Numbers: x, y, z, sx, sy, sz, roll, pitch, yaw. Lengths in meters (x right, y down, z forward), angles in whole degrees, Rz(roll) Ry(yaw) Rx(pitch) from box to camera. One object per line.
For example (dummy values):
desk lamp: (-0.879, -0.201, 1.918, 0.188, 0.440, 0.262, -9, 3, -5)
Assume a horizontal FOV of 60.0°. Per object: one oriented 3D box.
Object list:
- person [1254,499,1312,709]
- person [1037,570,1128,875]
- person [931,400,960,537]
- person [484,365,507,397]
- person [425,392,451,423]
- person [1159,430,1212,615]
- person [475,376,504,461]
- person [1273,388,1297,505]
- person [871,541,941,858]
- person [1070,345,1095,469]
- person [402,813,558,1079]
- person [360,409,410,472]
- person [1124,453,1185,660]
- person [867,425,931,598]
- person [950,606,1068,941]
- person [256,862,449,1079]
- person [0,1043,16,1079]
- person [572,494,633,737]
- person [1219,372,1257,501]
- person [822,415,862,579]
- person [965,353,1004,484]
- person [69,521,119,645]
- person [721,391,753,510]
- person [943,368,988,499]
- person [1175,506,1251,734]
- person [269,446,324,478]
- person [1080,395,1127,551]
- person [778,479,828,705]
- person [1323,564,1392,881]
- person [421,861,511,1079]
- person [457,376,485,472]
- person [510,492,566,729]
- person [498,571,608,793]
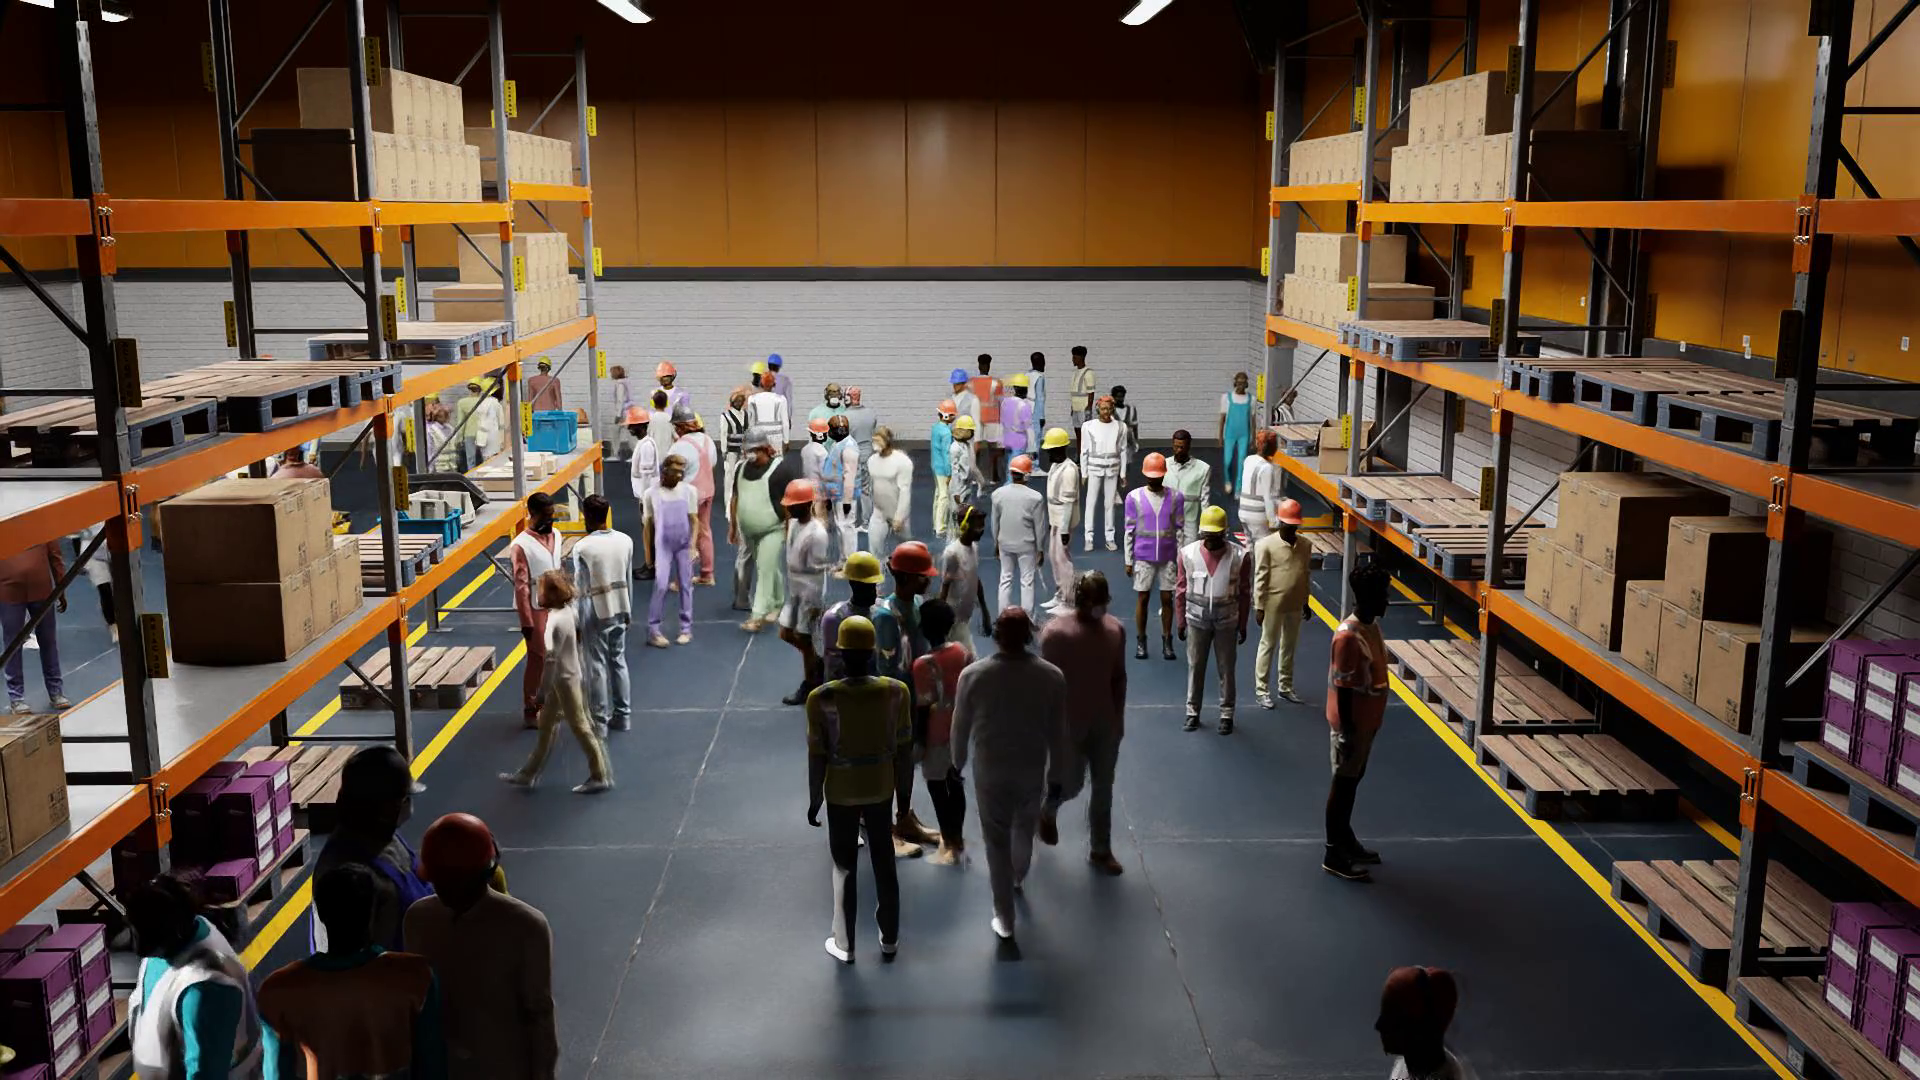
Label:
person: (2.688, 0.519, 13.755, 0.573, 1.747, 0.338, -6, 13, -27)
person: (0.764, 1.108, 10.377, 0.638, 1.920, 0.613, -6, 13, -29)
person: (-0.181, -0.894, 20.876, 0.350, 1.739, 0.575, -3, 12, -15)
person: (-7.558, -2.370, 27.516, 0.535, 2.000, 0.693, 3, 12, 13)
person: (-7.168, -1.234, 22.649, 0.493, 1.715, 0.782, -4, 12, -19)
person: (2.244, -0.177, 16.852, 0.590, 1.912, 0.390, 4, 12, 19)
person: (-6.257, -1.235, 22.227, 0.415, 1.881, 0.685, -5, 12, -23)
person: (4.532, -1.308, 23.209, 0.315, 1.636, 0.514, 8, 14, 35)
person: (-0.330, 1.006, 10.615, 0.402, 2.035, 0.606, 5, 12, 22)
person: (1.921, -2.107, 26.388, 0.363, 1.962, 0.612, -5, 12, -22)
person: (-1.760, 1.934, 6.080, 0.616, 1.986, 0.407, 3, 12, 15)
person: (-7.411, -1.036, 21.421, 0.564, 1.799, 0.942, -2, 11, -8)
person: (1.777, 0.148, 15.195, 0.549, 1.924, 0.386, 0, 11, -1)
person: (-0.682, -0.278, 17.415, 0.636, 1.902, 1.003, 8, 14, 35)
person: (0.267, 1.288, 9.644, 0.643, 1.857, 0.988, -2, 11, -10)
person: (-2.057, 2.038, 5.721, 0.590, 1.920, 0.399, -3, 12, -13)
person: (-2.965, 2.266, 5.042, 0.486, 1.736, 0.323, 9, 14, 38)
person: (-2.783, 0.589, 13.025, 0.411, 1.906, 0.602, 7, 13, 32)
person: (3.931, -1.467, 23.513, 0.531, 1.834, 0.438, 1, 11, 6)
person: (-1.320, -0.490, 18.614, 0.429, 1.837, 0.628, -3, 12, -16)
person: (0.370, -1.812, 24.909, 0.603, 1.965, 0.368, 2, 12, 11)
person: (-8.126, 0.153, 15.812, 0.561, 1.660, 0.488, -9, 14, -38)
person: (-3.040, -1.215, 22.741, 0.523, 1.636, 0.311, -10, 15, -41)
person: (0.050, -1.436, 23.121, 0.620, 1.925, 0.759, 8, 14, 35)
person: (1.980, 0.624, 13.067, 0.586, 1.824, 0.404, 3, 12, 14)
person: (-6.504, -0.055, 16.271, 0.400, 1.900, 0.645, 7, 13, 30)
person: (1.730, -0.802, 20.050, 0.572, 1.883, 0.358, -1, 11, -6)
person: (-1.278, 0.432, 13.772, 0.486, 1.919, 0.572, -7, 13, -31)
person: (2.461, 1.101, 10.295, 0.366, 1.964, 0.610, 6, 13, 27)
person: (-1.795, 2.021, 6.276, 0.487, 1.738, 0.320, -11, 16, -43)
person: (-6.868, -1.470, 23.695, 0.533, 1.767, 0.324, -2, 11, -8)
person: (-3.336, 0.555, 13.200, 0.390, 1.905, 0.598, 4, 12, 18)
person: (-2.880, 1.014, 11.648, 0.819, 1.592, 0.519, -2, 11, -11)
